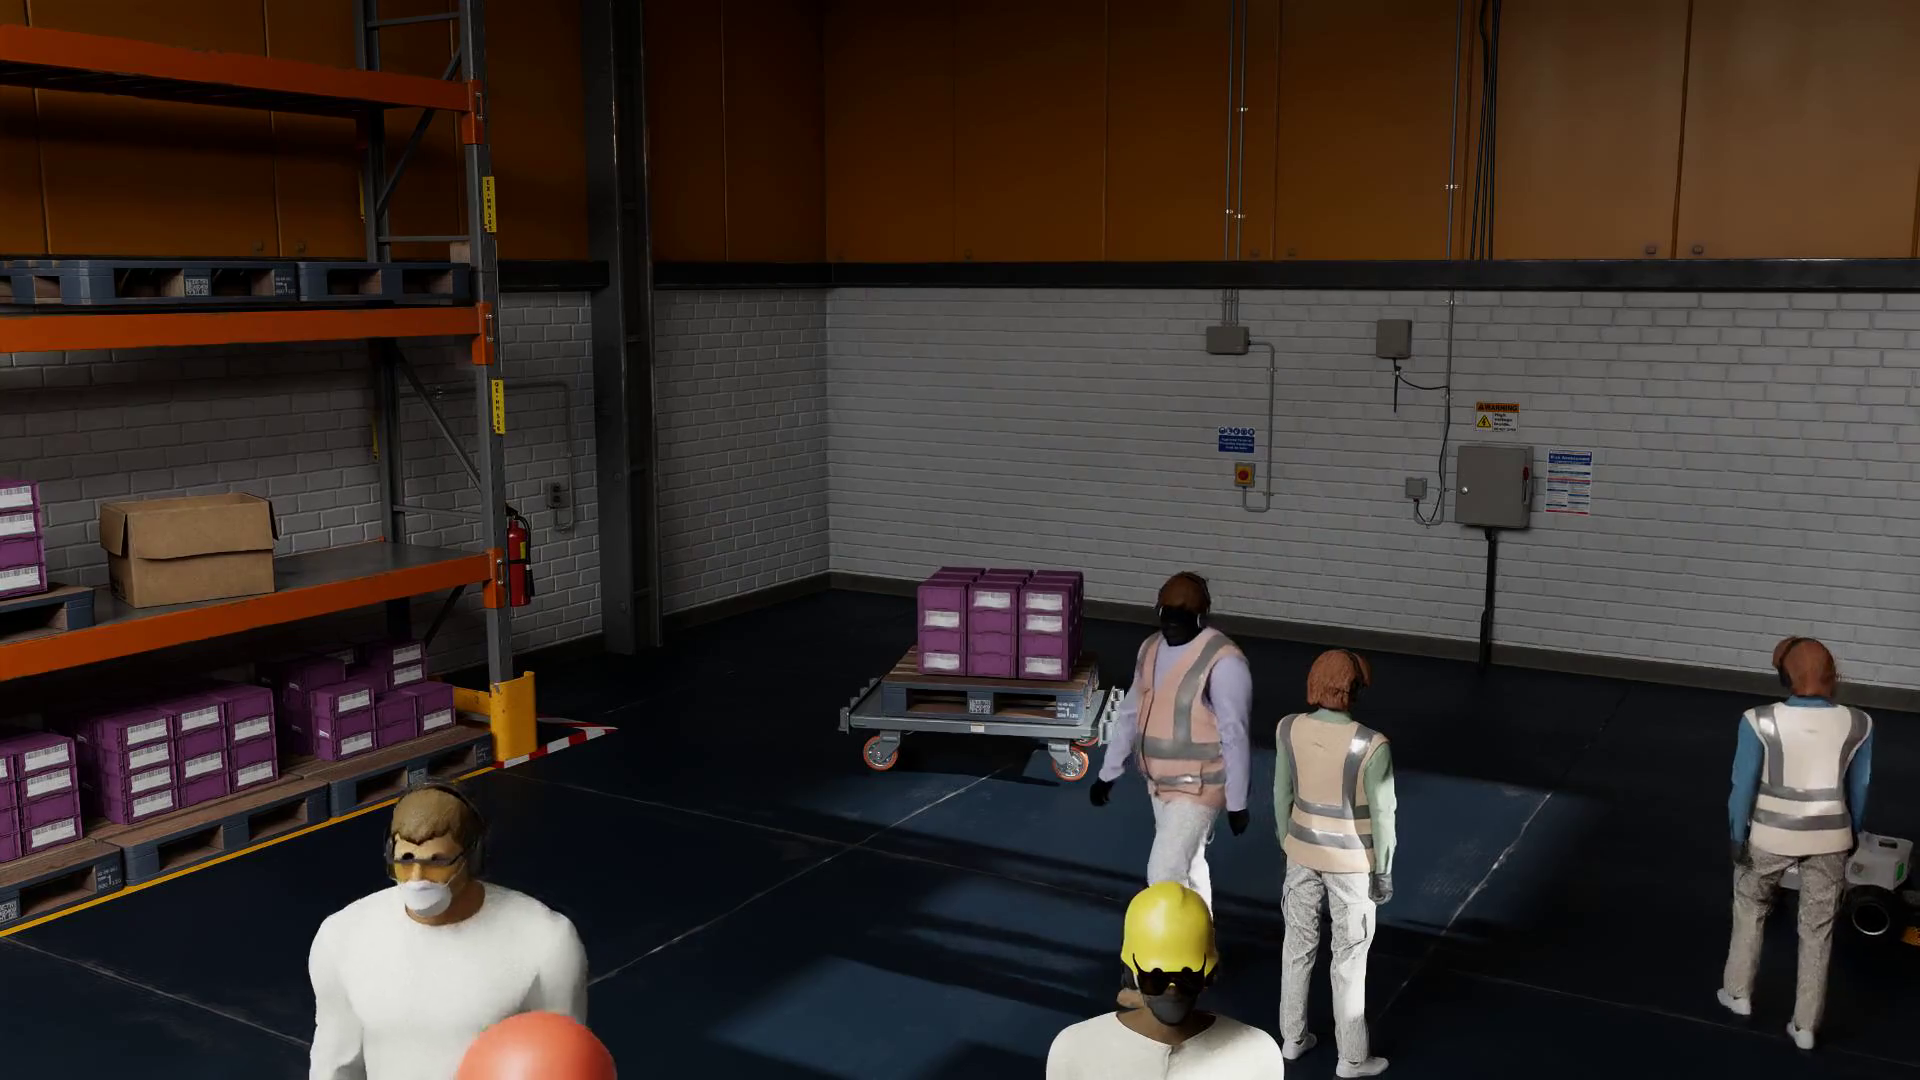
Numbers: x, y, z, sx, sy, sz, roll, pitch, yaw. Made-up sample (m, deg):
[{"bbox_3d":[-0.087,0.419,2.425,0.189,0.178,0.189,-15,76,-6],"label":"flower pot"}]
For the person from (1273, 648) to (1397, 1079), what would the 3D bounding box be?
[{"bbox_3d":[1.405,1.217,6.277,0.510,1.639,0.308,9,13,44],"label":"person"}]

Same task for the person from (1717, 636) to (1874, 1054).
[{"bbox_3d":[3.296,1.173,6.599,0.534,1.622,0.567,2,9,12],"label":"person"}]

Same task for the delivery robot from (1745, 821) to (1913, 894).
[{"bbox_3d":[4.028,1.472,7.764,0.707,0.478,0.477,6,11,33],"label":"delivery robot"}]

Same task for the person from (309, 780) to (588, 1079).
[{"bbox_3d":[-1.171,1.450,3.939,0.647,1.921,0.776,0,9,0],"label":"person"}]

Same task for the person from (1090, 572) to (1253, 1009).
[{"bbox_3d":[0.861,1.028,6.859,0.637,1.821,0.654,-3,10,-20],"label":"person"}]

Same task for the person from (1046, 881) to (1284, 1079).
[{"bbox_3d":[0.433,1.584,3.592,0.524,1.769,0.308,-1,9,-3],"label":"person"}]

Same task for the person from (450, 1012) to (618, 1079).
[{"bbox_3d":[-0.635,1.649,2.529,0.417,1.982,0.615,9,13,44],"label":"person"}]

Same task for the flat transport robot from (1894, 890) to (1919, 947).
[{"bbox_3d":[4.885,1.755,7.176,0.652,0.197,1.431,-7,12,-38],"label":"flat transport robot"}]
